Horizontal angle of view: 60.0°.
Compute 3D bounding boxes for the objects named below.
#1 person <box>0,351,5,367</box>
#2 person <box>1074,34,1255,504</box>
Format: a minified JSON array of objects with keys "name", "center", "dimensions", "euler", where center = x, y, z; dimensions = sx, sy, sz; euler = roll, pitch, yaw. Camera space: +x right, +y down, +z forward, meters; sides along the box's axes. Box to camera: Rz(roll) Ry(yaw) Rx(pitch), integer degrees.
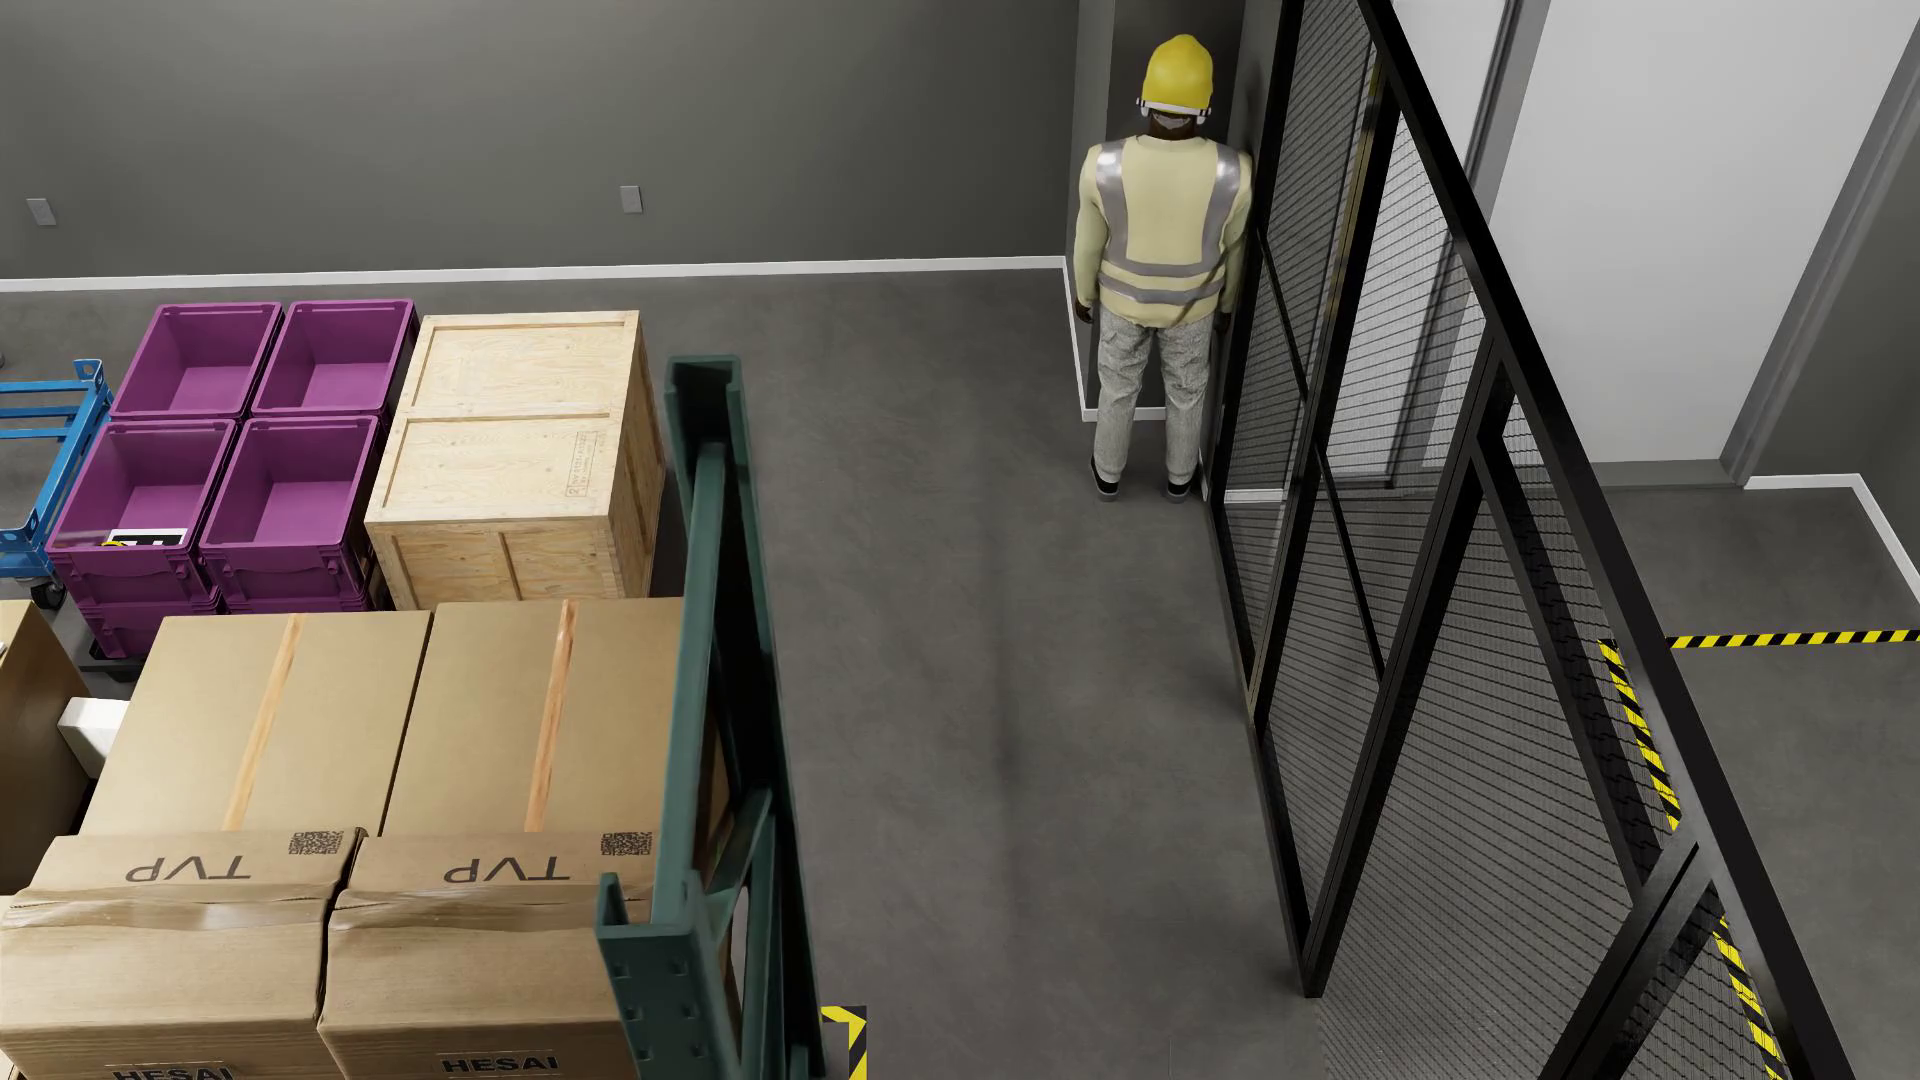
[{"name":"person","center":[-4.037,-1.273,5.972],"dimensions":[0.372,1.940,0.627],"euler":[-3,46,-3]},{"name":"person","center":[0.674,-0.860,5.649],"dimensions":[0.586,1.835,0.403],"euler":[4,46,4]}]
